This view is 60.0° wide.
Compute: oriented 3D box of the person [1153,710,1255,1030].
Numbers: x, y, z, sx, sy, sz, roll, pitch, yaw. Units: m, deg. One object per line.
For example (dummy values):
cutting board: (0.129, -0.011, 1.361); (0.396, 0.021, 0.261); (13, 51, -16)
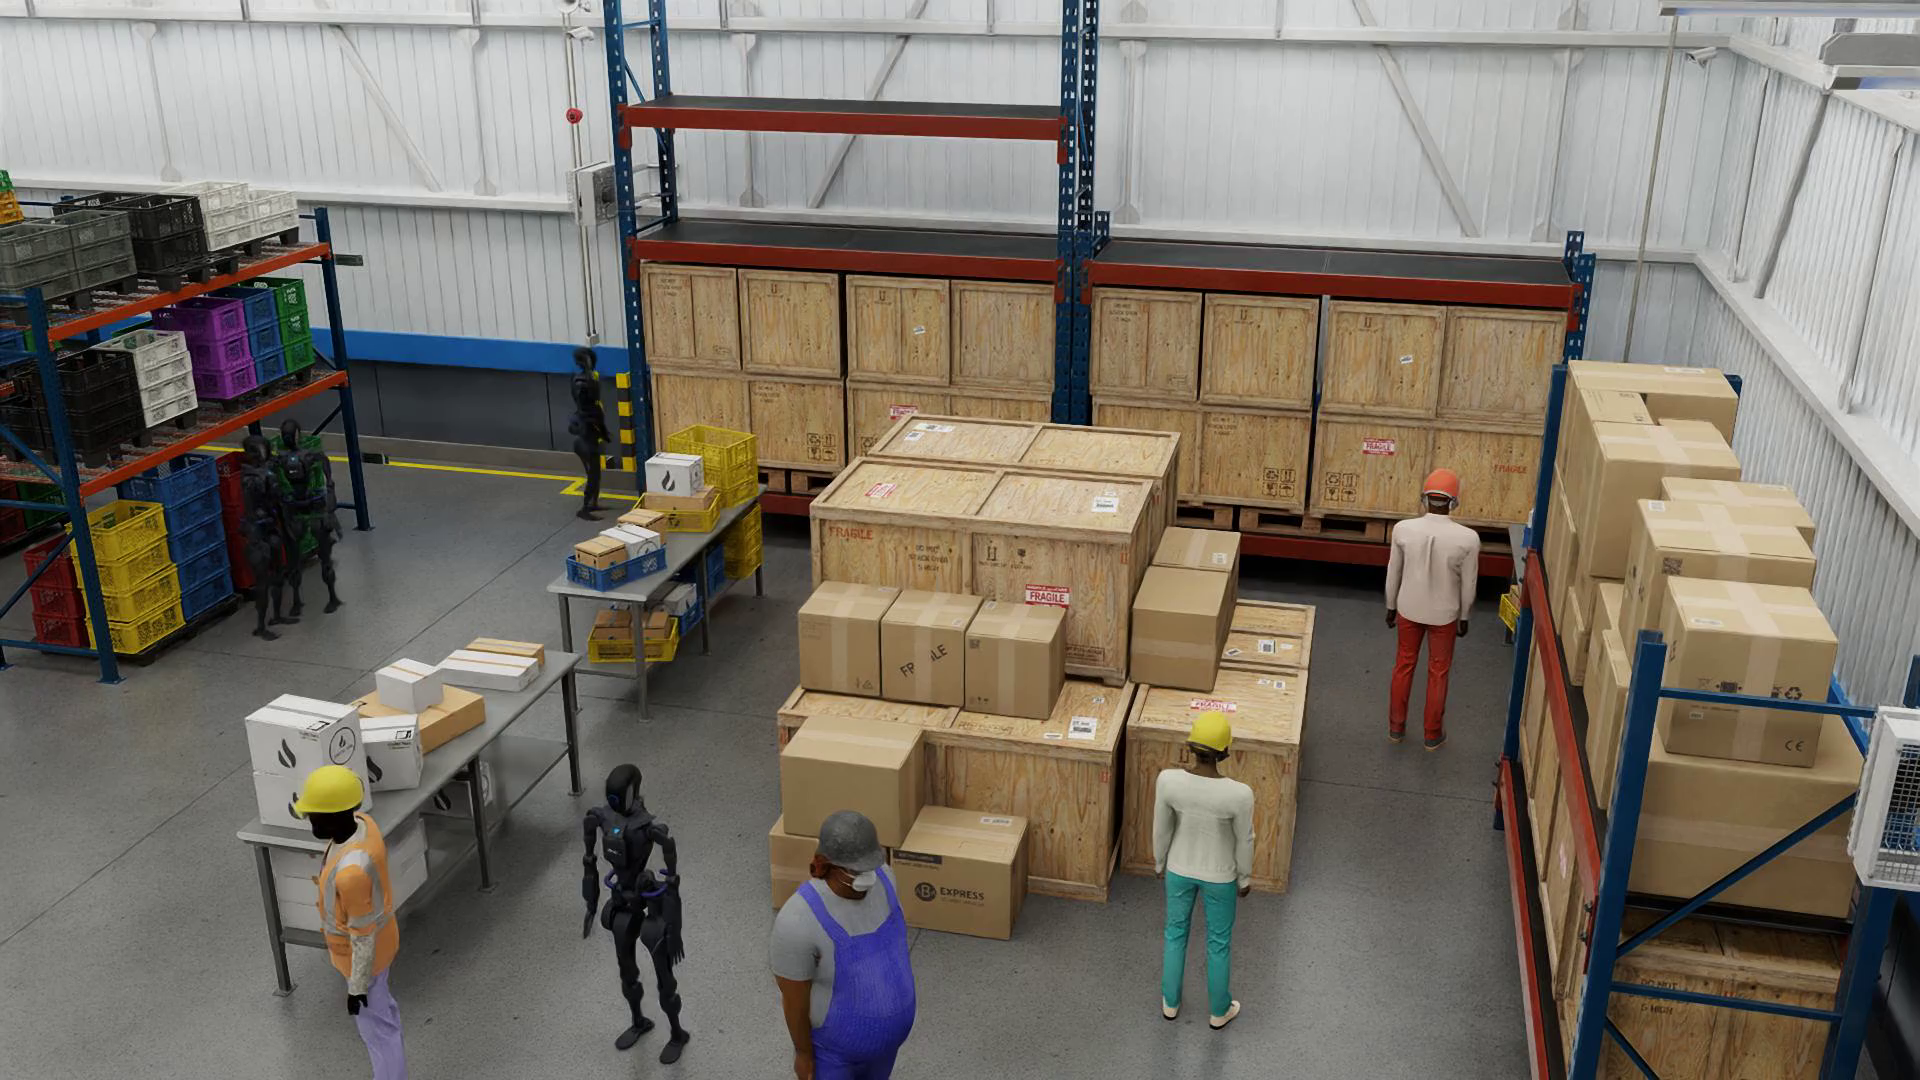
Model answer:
person: (1.243, 1.688, 8.529); (0.523, 1.769, 0.321); (9, 23, 22)

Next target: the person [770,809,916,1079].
person: (-0.438, 2.069, 7.154); (0.536, 2.000, 0.672); (17, 27, 37)

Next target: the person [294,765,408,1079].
person: (-2.793, 1.906, 7.735); (0.355, 1.930, 0.586); (-7, 22, -18)

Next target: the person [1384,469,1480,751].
person: (3.223, 0.473, 11.427); (0.599, 1.977, 0.430); (12, 24, 28)

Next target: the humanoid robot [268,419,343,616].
humanoid robot: (-5.344, -0.186, 13.557); (0.587, 1.651, 0.378); (-5, 21, -12)

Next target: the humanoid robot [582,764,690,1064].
humanoid robot: (-1.606, 1.838, 8.261); (0.574, 1.651, 0.333); (9, 23, 22)

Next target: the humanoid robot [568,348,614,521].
humanoid robot: (-3.502, -1.002, 15.713); (0.342, 1.642, 0.650); (1, 21, 4)

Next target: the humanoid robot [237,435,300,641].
humanoid robot: (-5.521, -0.033, 13.174); (0.342, 1.651, 0.623); (2, 21, 4)
